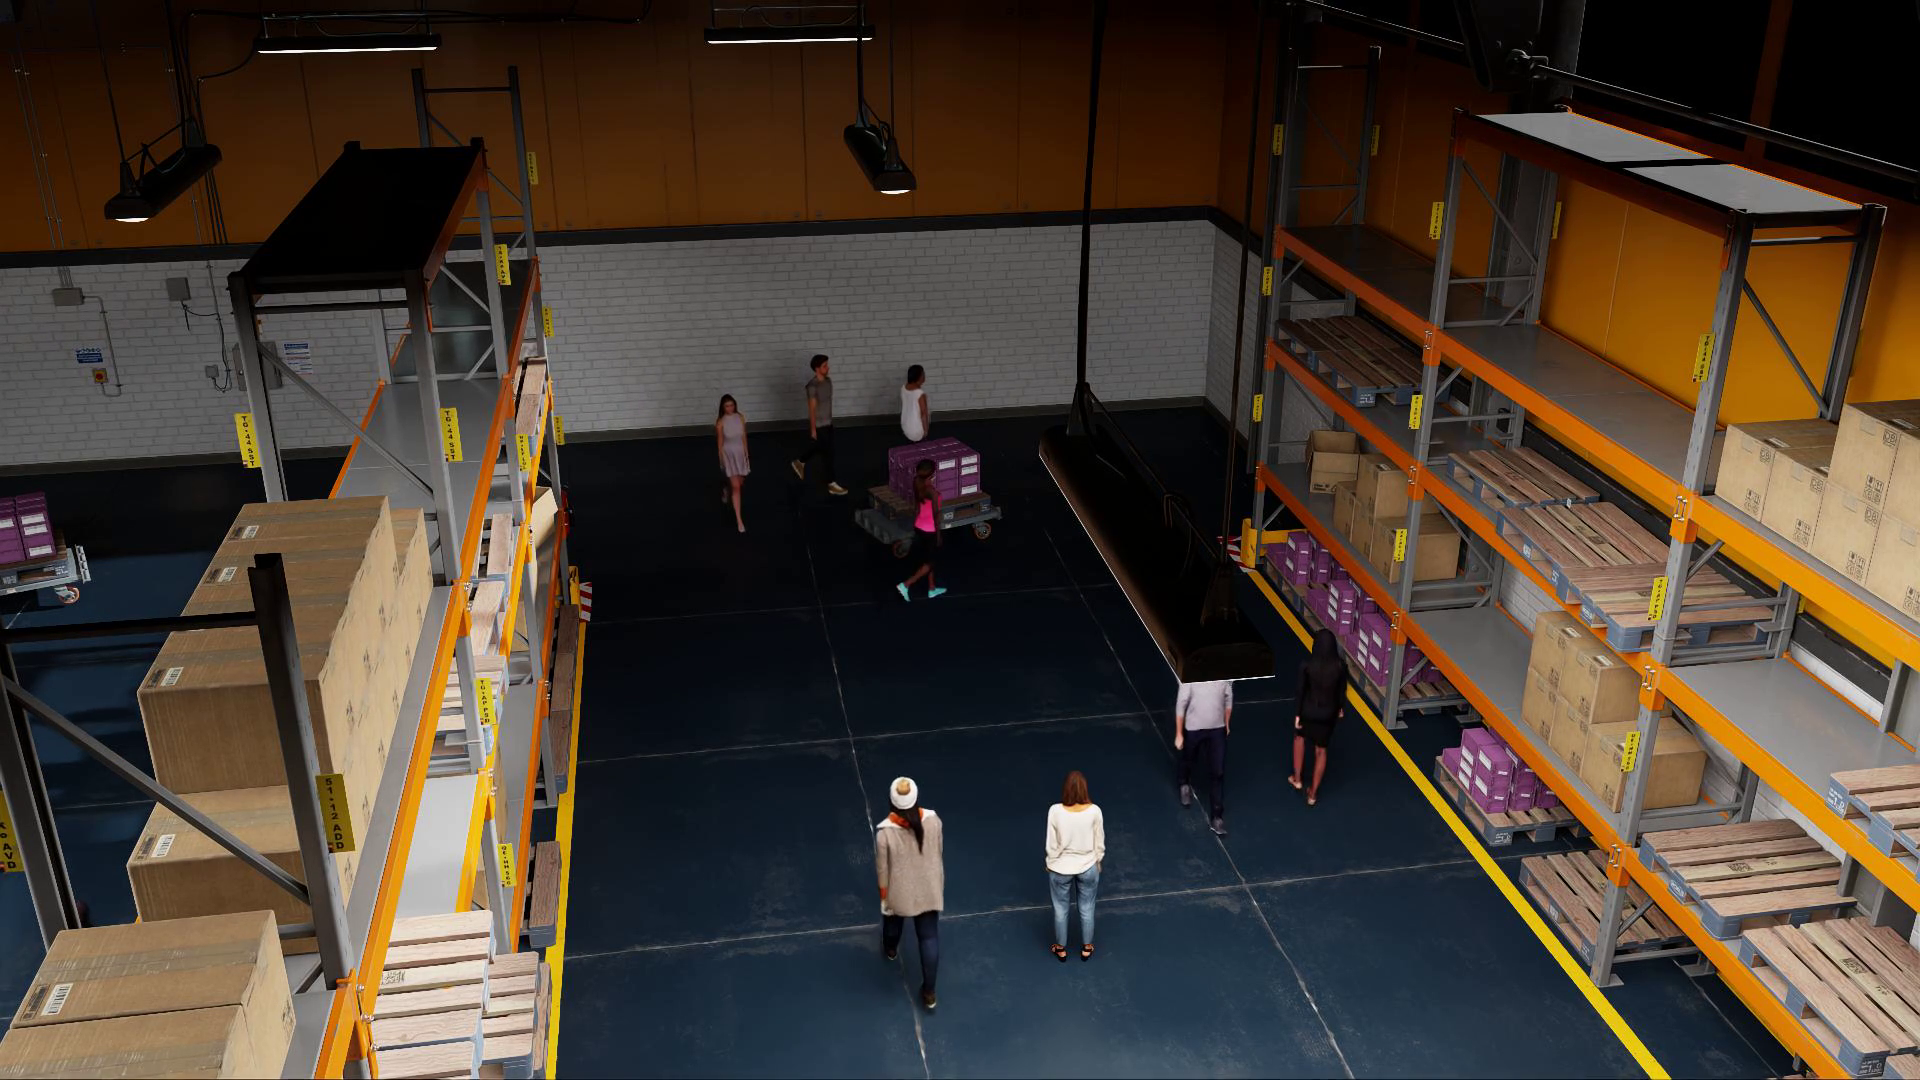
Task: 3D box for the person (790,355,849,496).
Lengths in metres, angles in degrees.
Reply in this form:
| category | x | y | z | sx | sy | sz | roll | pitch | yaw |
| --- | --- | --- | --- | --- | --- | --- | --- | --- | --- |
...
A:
| category | x | y | z | sx | sy | sz | roll | pitch | yaw |
| --- | --- | --- | --- | --- | --- | --- | --- | --- | --- |
| person | -1.884 | -1.532 | 21.862 | 1.113 | 1.869 | 1.181 | 10 | 25 | 21 |

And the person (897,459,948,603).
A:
| category | x | y | z | sx | sy | sz | roll | pitch | yaw |
| --- | --- | --- | --- | --- | --- | --- | --- | --- | --- |
| person | -0.431 | -0.070 | 18.719 | 0.847 | 1.706 | 0.954 | -15 | 28 | -30 |

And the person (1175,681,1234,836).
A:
| category | x | y | z | sx | sy | sz | roll | pitch | yaw |
| --- | --- | --- | --- | --- | --- | --- | --- | --- | --- |
| person | 2.127 | 1.631 | 14.721 | 0.716 | 1.792 | 1.145 | -3 | 24 | -7 |

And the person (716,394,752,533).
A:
| category | x | y | z | sx | sy | sz | roll | pitch | yaw |
| --- | --- | --- | --- | --- | --- | --- | --- | --- | --- |
| person | -2.854 | -1.009 | 20.823 | 0.790 | 1.742 | 1.125 | -12 | 26 | -25 |

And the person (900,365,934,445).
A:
| category | x | y | z | sx | sy | sz | roll | pitch | yaw |
| --- | --- | --- | --- | --- | --- | --- | --- | --- | --- |
| person | -0.620 | -1.488 | 22.015 | 0.956 | 1.665 | 1.020 | -15 | 28 | -31 |

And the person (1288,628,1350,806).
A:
| category | x | y | z | sx | sy | sz | roll | pitch | yaw |
| --- | --- | --- | --- | --- | --- | --- | --- | --- | --- |
| person | 3.224 | 1.610 | 14.870 | 0.711 | 1.711 | 0.732 | 2 | 24 | 5 |

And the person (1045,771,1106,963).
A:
| category | x | y | z | sx | sy | sz | roll | pitch | yaw |
| --- | --- | --- | --- | --- | --- | --- | --- | --- | --- |
| person | 0.879 | 2.517 | 12.831 | 0.657 | 1.683 | 0.607 | 1 | 24 | 2 |

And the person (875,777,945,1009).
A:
| category | x | y | z | sx | sy | sz | roll | pitch | yaw |
| --- | --- | --- | --- | --- | --- | --- | --- | --- | --- |
| person | -0.341 | 2.628 | 12.374 | 0.728 | 1.846 | 1.143 | -5 | 24 | -11 |
